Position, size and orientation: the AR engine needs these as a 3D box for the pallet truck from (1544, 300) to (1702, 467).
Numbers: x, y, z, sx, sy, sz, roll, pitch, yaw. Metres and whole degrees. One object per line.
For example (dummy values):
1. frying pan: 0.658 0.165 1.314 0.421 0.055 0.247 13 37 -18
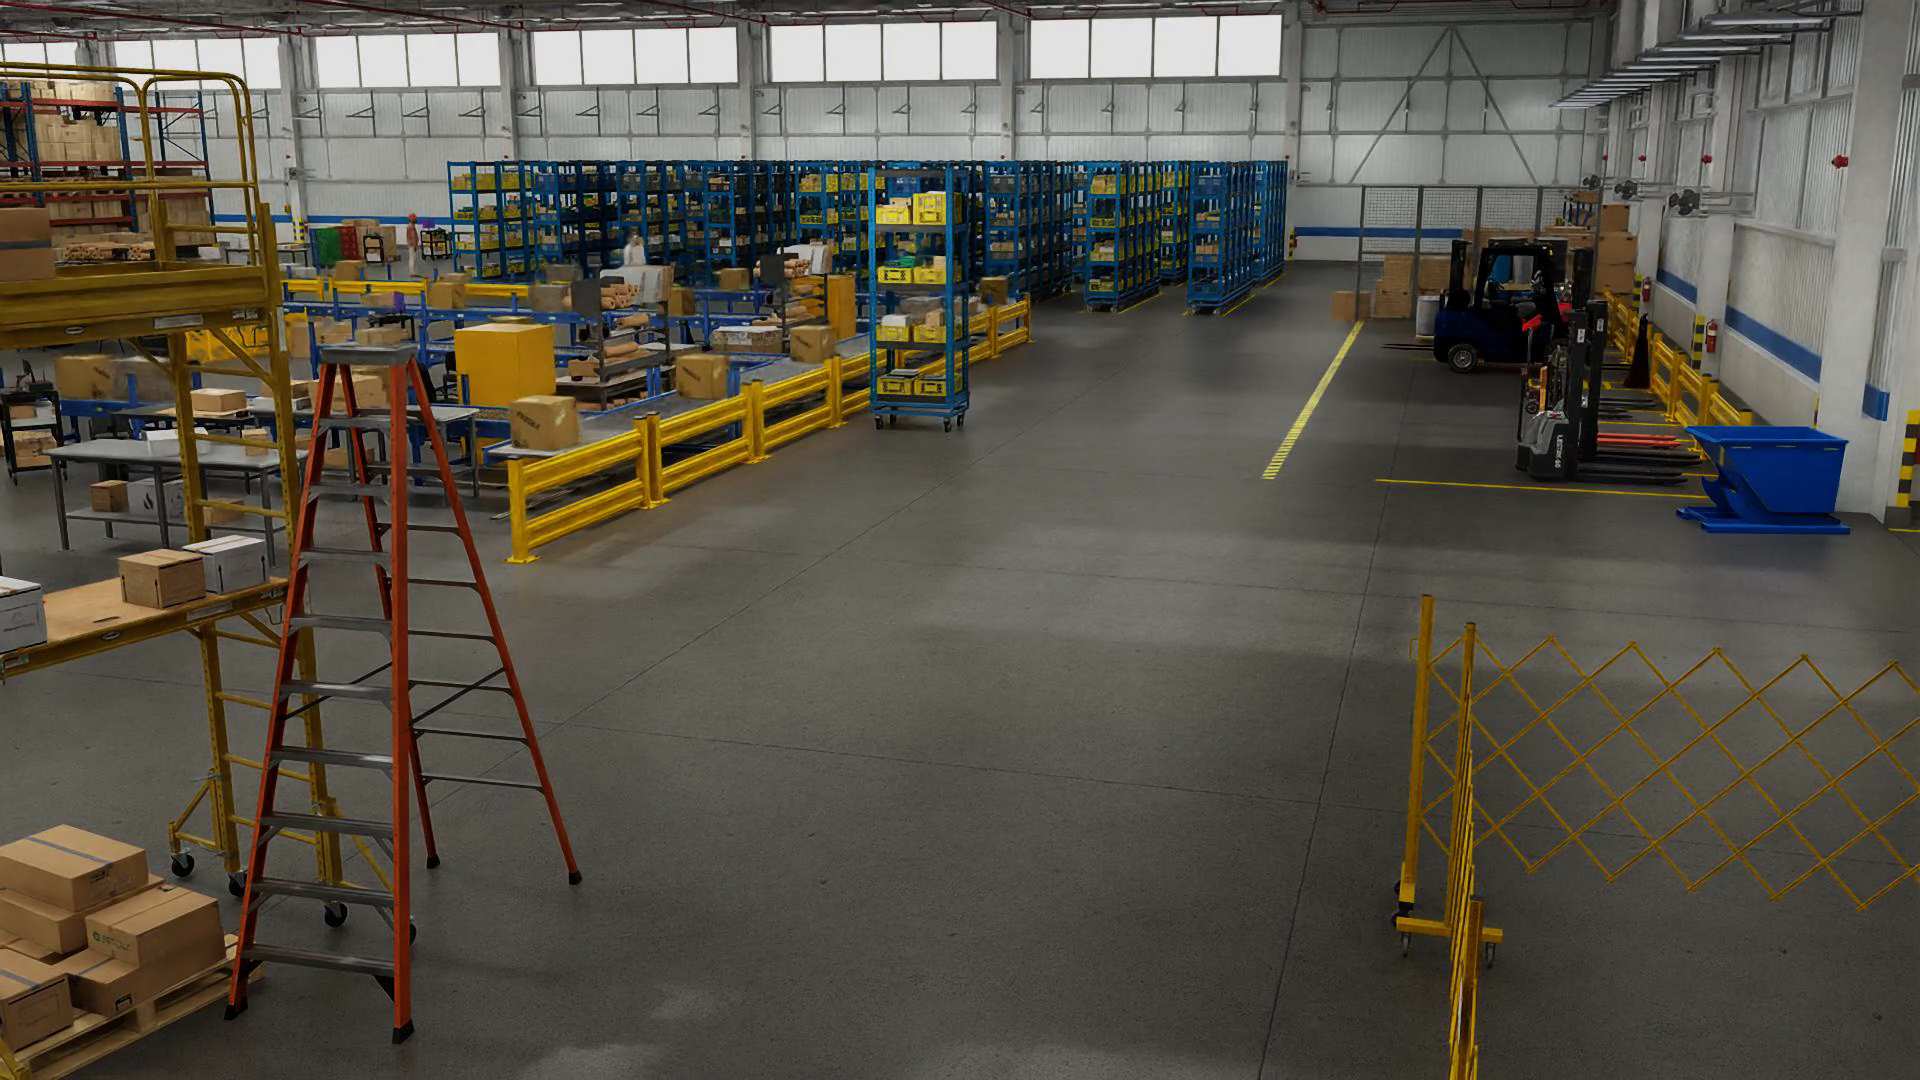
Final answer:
1. pallet truck: 8.263 -1.952 20.631 1.885 1.965 0.823 5 14 20

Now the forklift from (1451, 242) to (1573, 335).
1. forklift: 10.464 -4.597 31.405 2.680 1.987 1.157 4 14 16

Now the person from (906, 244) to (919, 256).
1. person: -1.028 -5.897 38.149 0.923 1.788 0.596 2 13 8

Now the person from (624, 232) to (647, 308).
1. person: -8.143 -6.748 41.589 0.676 1.888 0.664 7 15 28

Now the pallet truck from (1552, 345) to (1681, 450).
1. pallet truck: 8.641 -1.896 21.908 1.630 1.274 0.653 4 14 16

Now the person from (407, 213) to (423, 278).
1. person: -17.014 -9.164 51.788 0.386 1.996 0.610 -6 14 -26

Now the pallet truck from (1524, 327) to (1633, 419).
1. pallet truck: 9.065 -2.460 24.370 1.522 1.261 0.704 3 13 14

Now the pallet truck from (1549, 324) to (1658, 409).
1. pallet truck: 9.824 -2.669 25.407 1.601 1.201 0.680 4 14 16

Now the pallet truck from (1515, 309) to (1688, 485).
1. pallet truck: 7.554 -1.677 19.446 1.885 1.965 0.823 3 13 14

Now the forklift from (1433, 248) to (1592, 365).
1. forklift: 9.780 -4.111 29.280 2.680 1.987 1.157 3 13 14
